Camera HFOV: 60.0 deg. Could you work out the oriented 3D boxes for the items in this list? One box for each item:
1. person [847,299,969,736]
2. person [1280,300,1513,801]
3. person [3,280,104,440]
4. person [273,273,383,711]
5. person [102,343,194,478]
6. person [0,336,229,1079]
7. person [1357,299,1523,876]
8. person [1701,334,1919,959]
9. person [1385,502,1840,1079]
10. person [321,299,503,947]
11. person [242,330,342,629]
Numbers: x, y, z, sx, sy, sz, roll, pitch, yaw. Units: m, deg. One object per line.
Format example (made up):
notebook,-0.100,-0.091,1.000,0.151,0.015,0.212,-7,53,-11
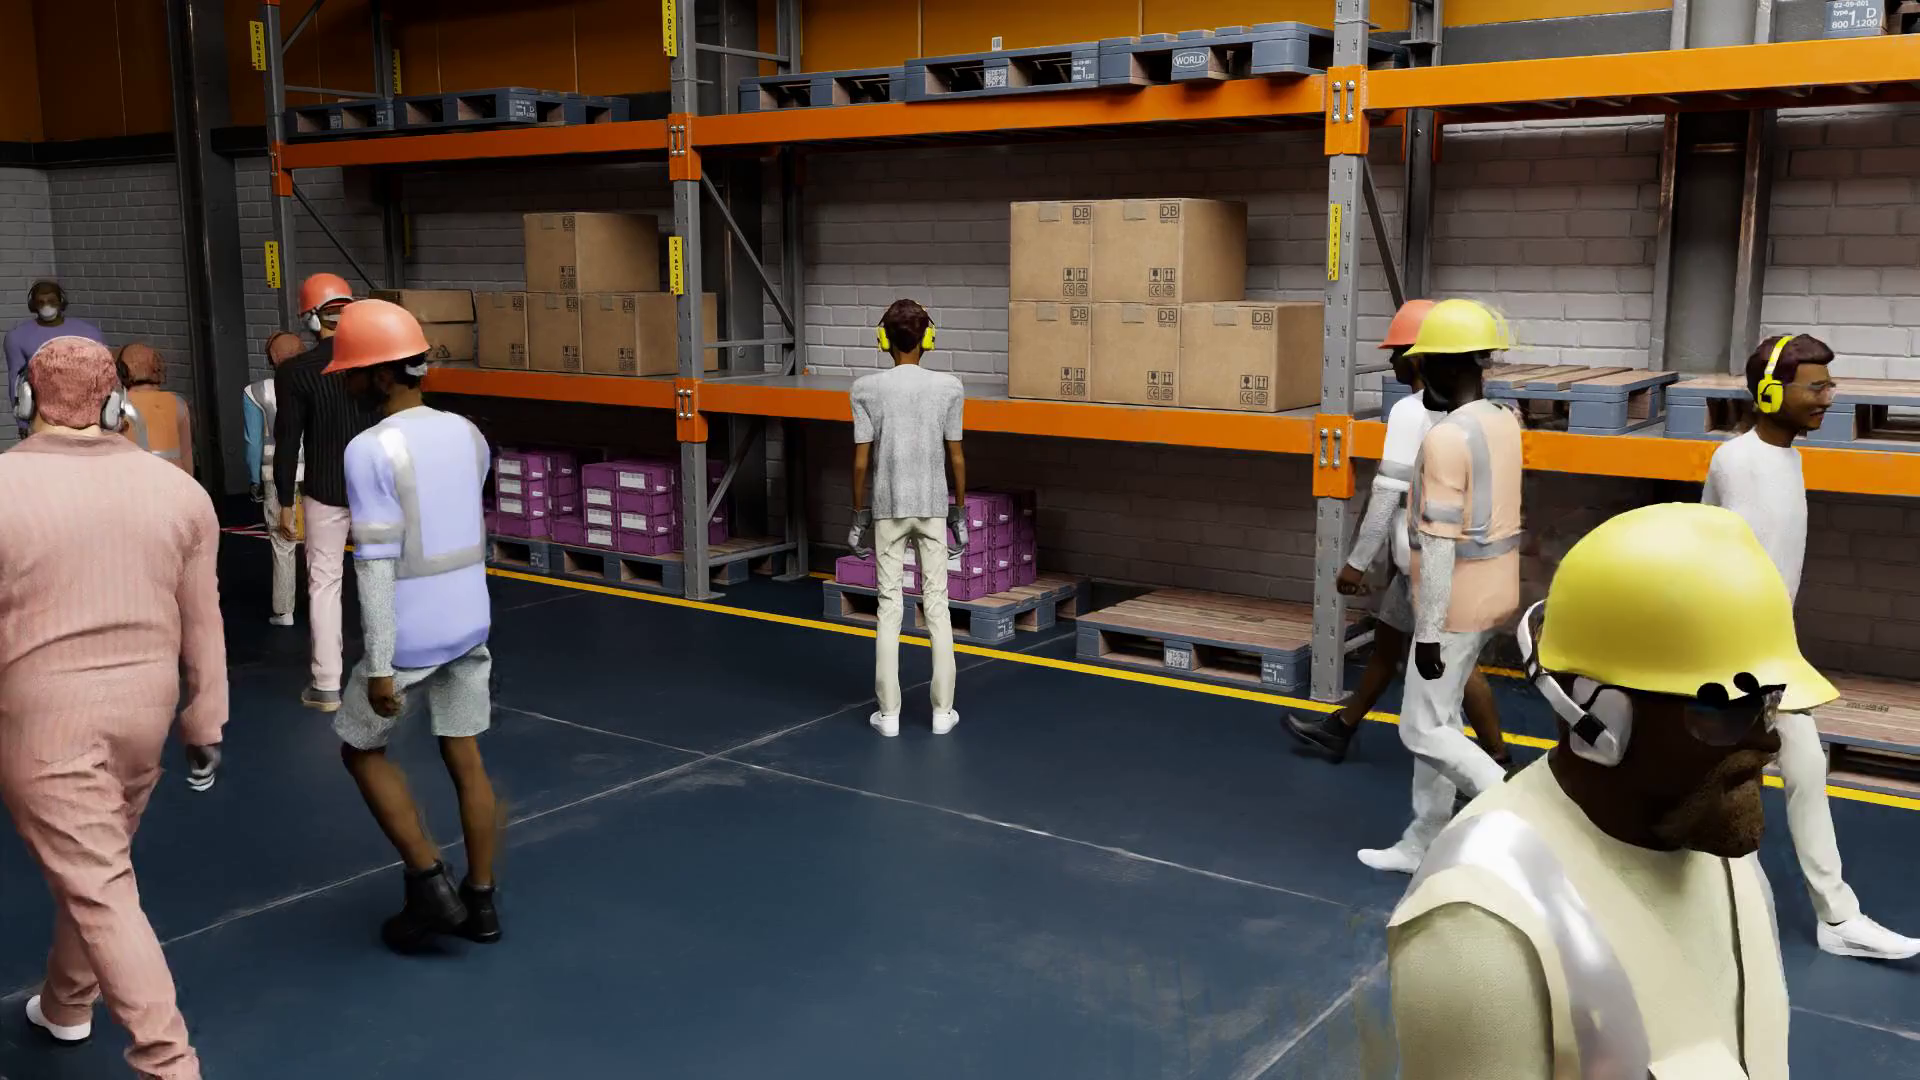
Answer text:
person,-0.222,-0.088,7.093,0.518,1.865,0.328,-1,10,-5
person,1.719,0.035,6.348,1.032,1.873,0.550,7,12,34
person,-6.299,-0.868,11.675,0.648,1.887,1.011,-6,11,-31
person,-2.805,-0.226,7.604,0.643,1.975,0.437,-8,12,-38
person,-4.228,-0.199,8.521,0.820,1.597,0.529,3,10,16
person,-2.090,0.441,4.007,1.008,1.856,0.627,7,12,36
person,1.615,0.200,5.242,0.651,1.907,0.589,7,12,36
person,2.358,0.297,4.962,0.503,1.815,1.022,-7,12,-36
person,0.665,0.837,1.818,0.610,1.787,0.928,-8,12,-38
person,-1.565,0.266,4.840,0.452,1.911,0.582,5,11,27
person,-3.669,-0.331,9.193,0.514,1.645,0.309,-6,11,-33
